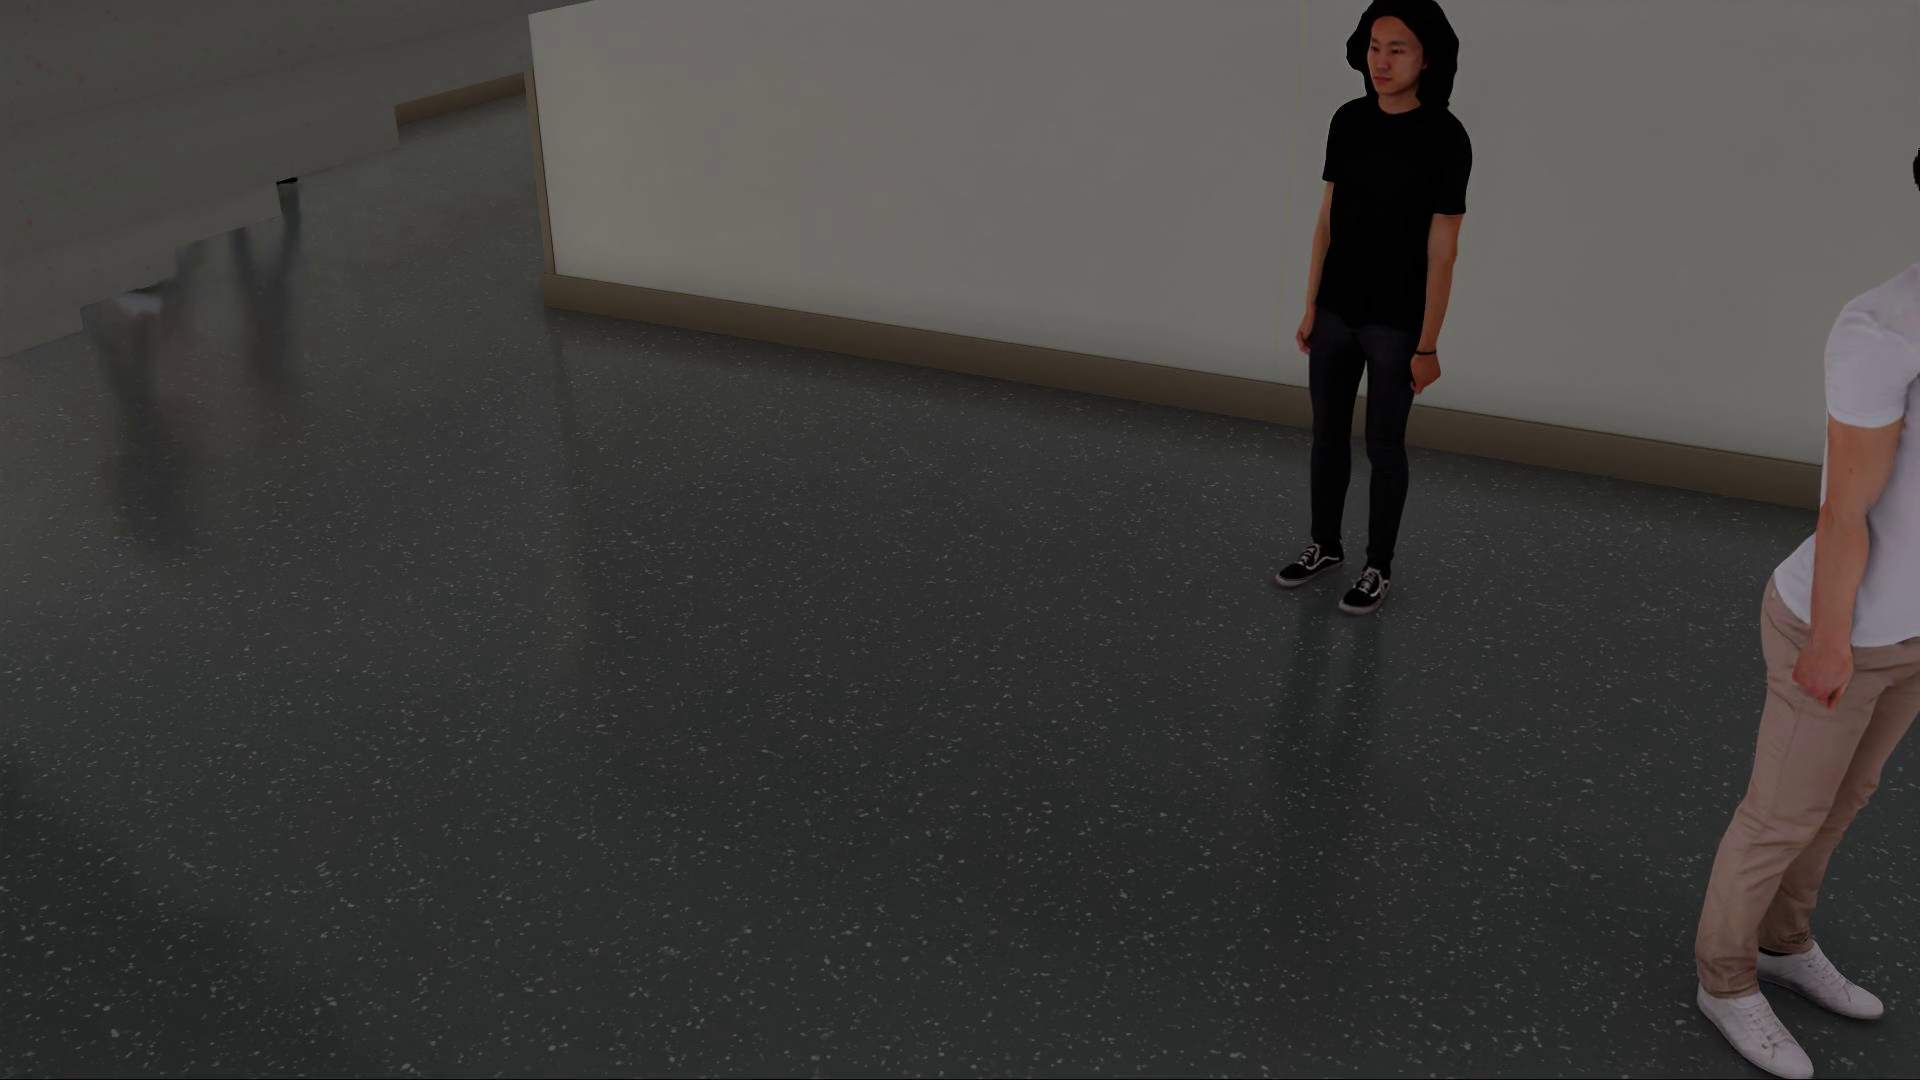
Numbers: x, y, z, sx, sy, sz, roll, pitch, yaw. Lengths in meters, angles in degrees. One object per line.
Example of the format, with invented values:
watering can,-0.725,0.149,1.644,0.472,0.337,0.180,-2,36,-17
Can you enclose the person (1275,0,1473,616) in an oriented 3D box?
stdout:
person,1.227,-0.685,4.884,0.767,1.828,0.612,-21,33,-37

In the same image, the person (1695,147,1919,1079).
person,1.719,0.123,3.155,0.780,1.887,0.799,-15,29,-28
